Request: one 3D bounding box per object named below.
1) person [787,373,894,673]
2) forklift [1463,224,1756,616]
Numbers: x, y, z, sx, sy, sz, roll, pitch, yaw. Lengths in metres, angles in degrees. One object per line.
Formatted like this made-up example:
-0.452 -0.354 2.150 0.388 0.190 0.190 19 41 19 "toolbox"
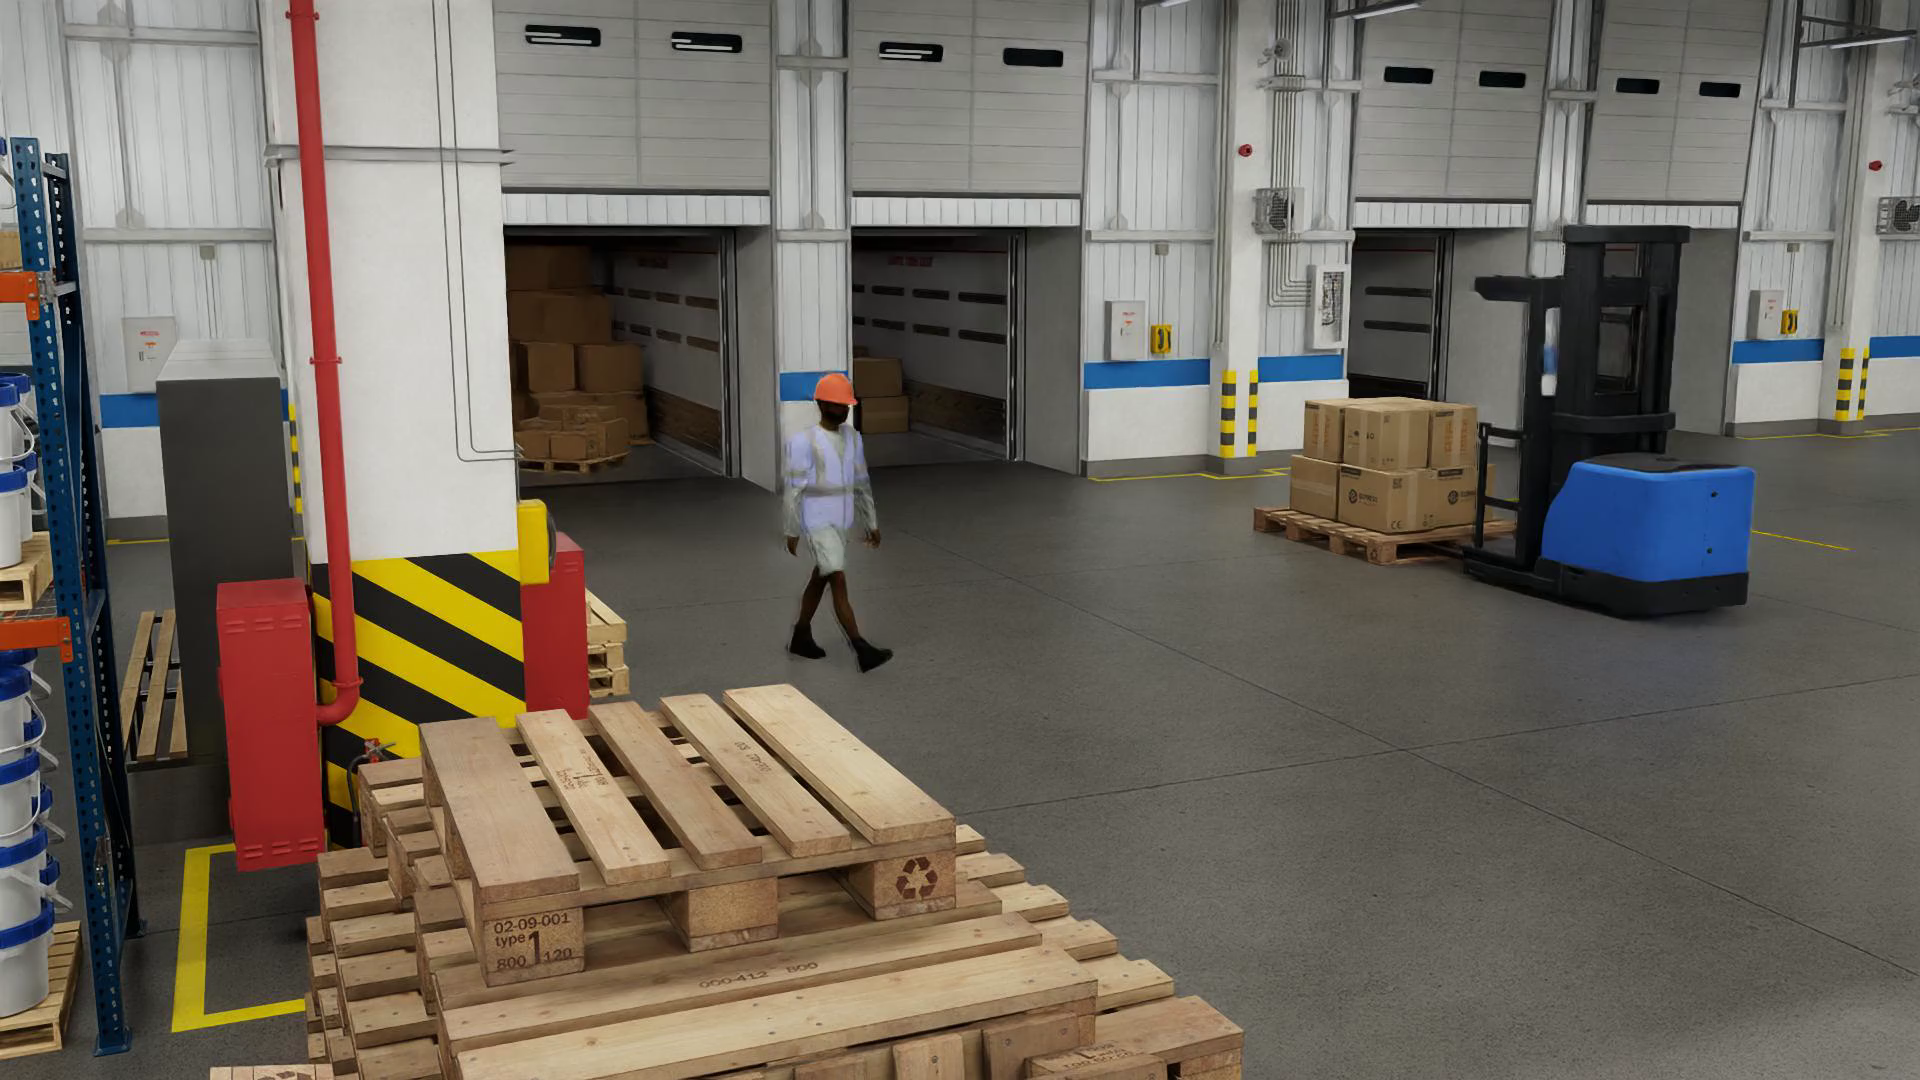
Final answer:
-0.768 -0.117 10.573 1.003 1.878 0.571 9 13 40 "person"
4.938 -0.970 12.534 1.129 2.768 1.873 -4 11 -23 "forklift"
